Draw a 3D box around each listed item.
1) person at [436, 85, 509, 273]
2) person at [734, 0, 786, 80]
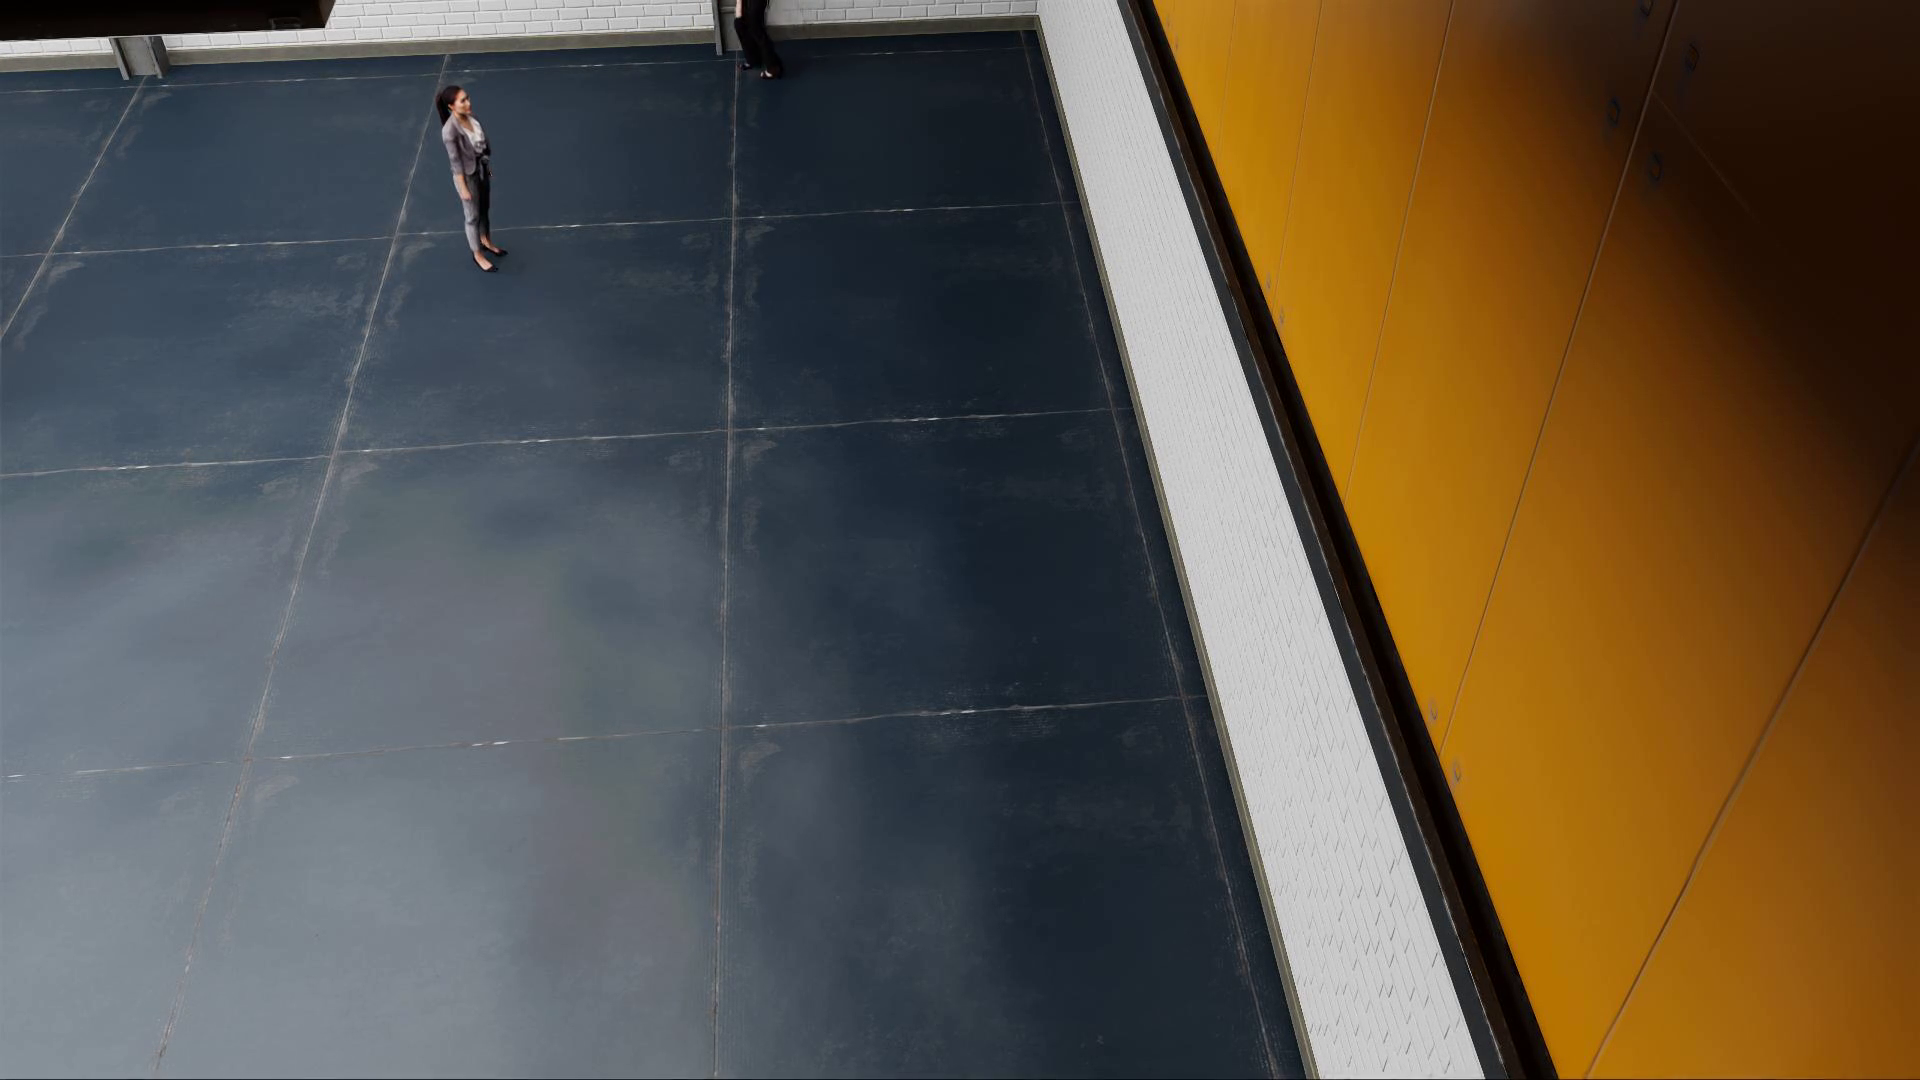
[{"bbox_3d":[-4.103,-3.052,13.972,0.682,1.675,0.691,9,44,10],"label":"person"},{"bbox_3d":[-1.996,-5.293,16.360,0.703,1.626,0.595,5,44,5],"label":"person"}]
